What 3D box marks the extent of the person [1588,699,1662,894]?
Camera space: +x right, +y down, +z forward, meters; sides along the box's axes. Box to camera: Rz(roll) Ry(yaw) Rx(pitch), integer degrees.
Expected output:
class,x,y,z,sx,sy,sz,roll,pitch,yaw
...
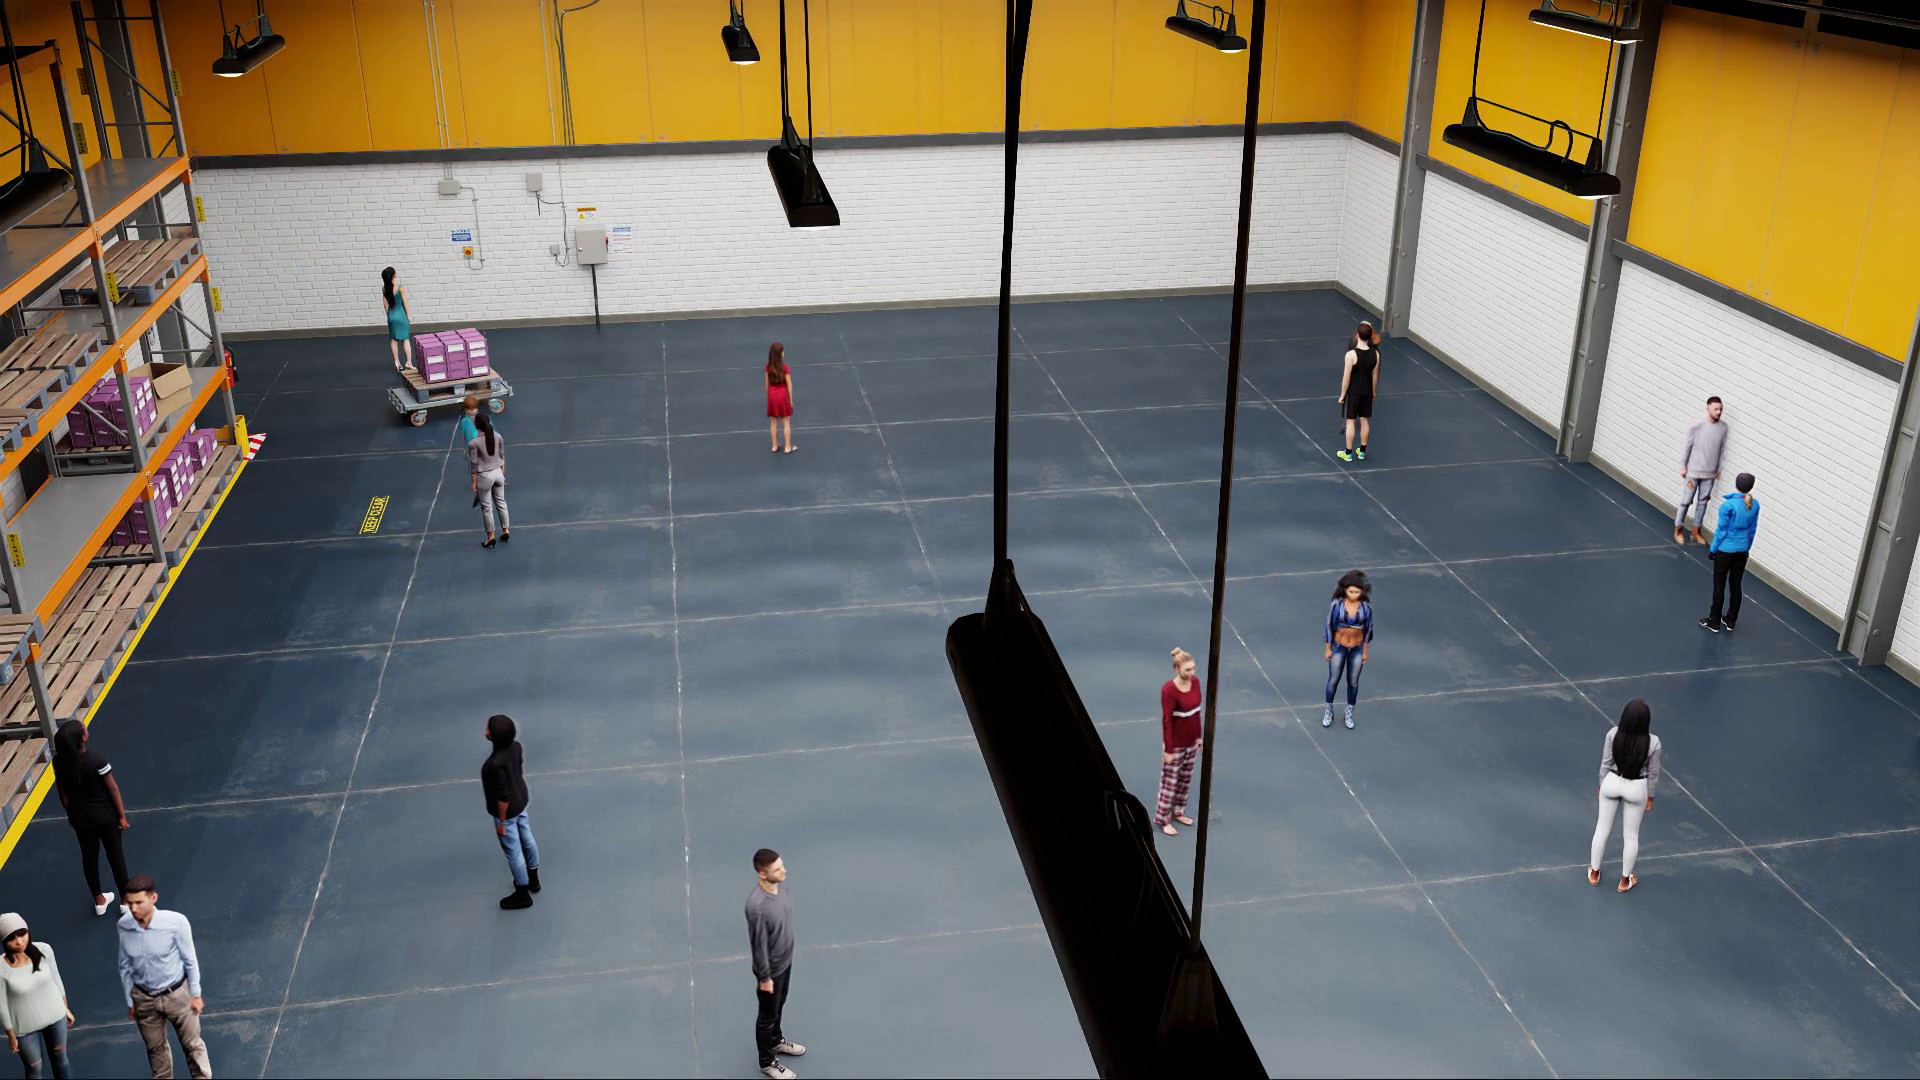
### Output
class,x,y,z,sx,sy,sz,roll,pitch,yaw
person,5.371,2.044,13.443,0.671,1.725,0.712,13,27,27

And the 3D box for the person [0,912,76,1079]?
class,x,y,z,sx,sy,sz,roll,pitch,yaw
person,-6.096,3.165,10.978,0.692,1.644,0.640,17,29,34

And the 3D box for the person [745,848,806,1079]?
class,x,y,z,sx,sy,sz,roll,pitch,yaw
person,-1.298,2.891,11.460,0.752,1.760,0.613,5,24,12

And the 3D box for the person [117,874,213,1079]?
class,x,y,z,sx,sy,sz,roll,pitch,yaw
person,-5.298,3.015,11.067,0.661,1.848,0.628,-2,24,-3

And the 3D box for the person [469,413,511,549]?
class,x,y,z,sx,sy,sz,roll,pitch,yaw
person,-5.609,-0.717,19.818,0.774,1.678,0.728,19,30,37

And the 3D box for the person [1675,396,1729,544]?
class,x,y,z,sx,sy,sz,roll,pitch,yaw
person,8.893,-0.866,19.960,0.725,1.837,0.655,0,24,1

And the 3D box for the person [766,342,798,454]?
class,x,y,z,sx,sy,sz,roll,pitch,yaw
person,-2.486,-1.958,22.812,0.657,1.553,0.716,7,25,15

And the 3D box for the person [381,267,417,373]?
class,x,y,z,sx,sy,sz,roll,pitch,yaw
person,-8.828,-3.470,26.104,0.609,1.687,0.583,3,24,8

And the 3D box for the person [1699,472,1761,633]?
class,x,y,z,sx,sy,sz,roll,pitch,yaw
person,8.234,0.123,17.746,0.618,1.797,0.521,-3,24,-7

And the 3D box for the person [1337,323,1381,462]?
class,x,y,z,sx,sy,sz,roll,pitch,yaw
person,5.389,-1.996,22.479,0.683,1.890,0.562,-6,24,-13

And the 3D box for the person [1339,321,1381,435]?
class,x,y,z,sx,sy,sz,roll,pitch,yaw
person,5.694,-2.321,23.564,0.894,1.616,0.999,9,25,20

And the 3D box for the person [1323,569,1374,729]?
class,x,y,z,sx,sy,sz,roll,pitch,yaw
person,3.695,1.044,15.861,0.687,1.620,0.664,4,24,9

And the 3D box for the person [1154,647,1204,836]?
class,x,y,z,sx,sy,sz,roll,pitch,yaw
person,1.883,1.711,14.239,0.683,1.697,0.685,-20,31,-38

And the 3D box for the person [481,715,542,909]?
class,x,y,z,sx,sy,sz,roll,pitch,yaw
person,-3.577,2.145,13.242,0.701,1.701,0.577,4,24,8

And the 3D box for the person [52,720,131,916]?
class,x,y,z,sx,sy,sz,roll,pitch,yaw
person,-6.833,2.179,13.128,0.657,1.729,0.628,1,24,1
